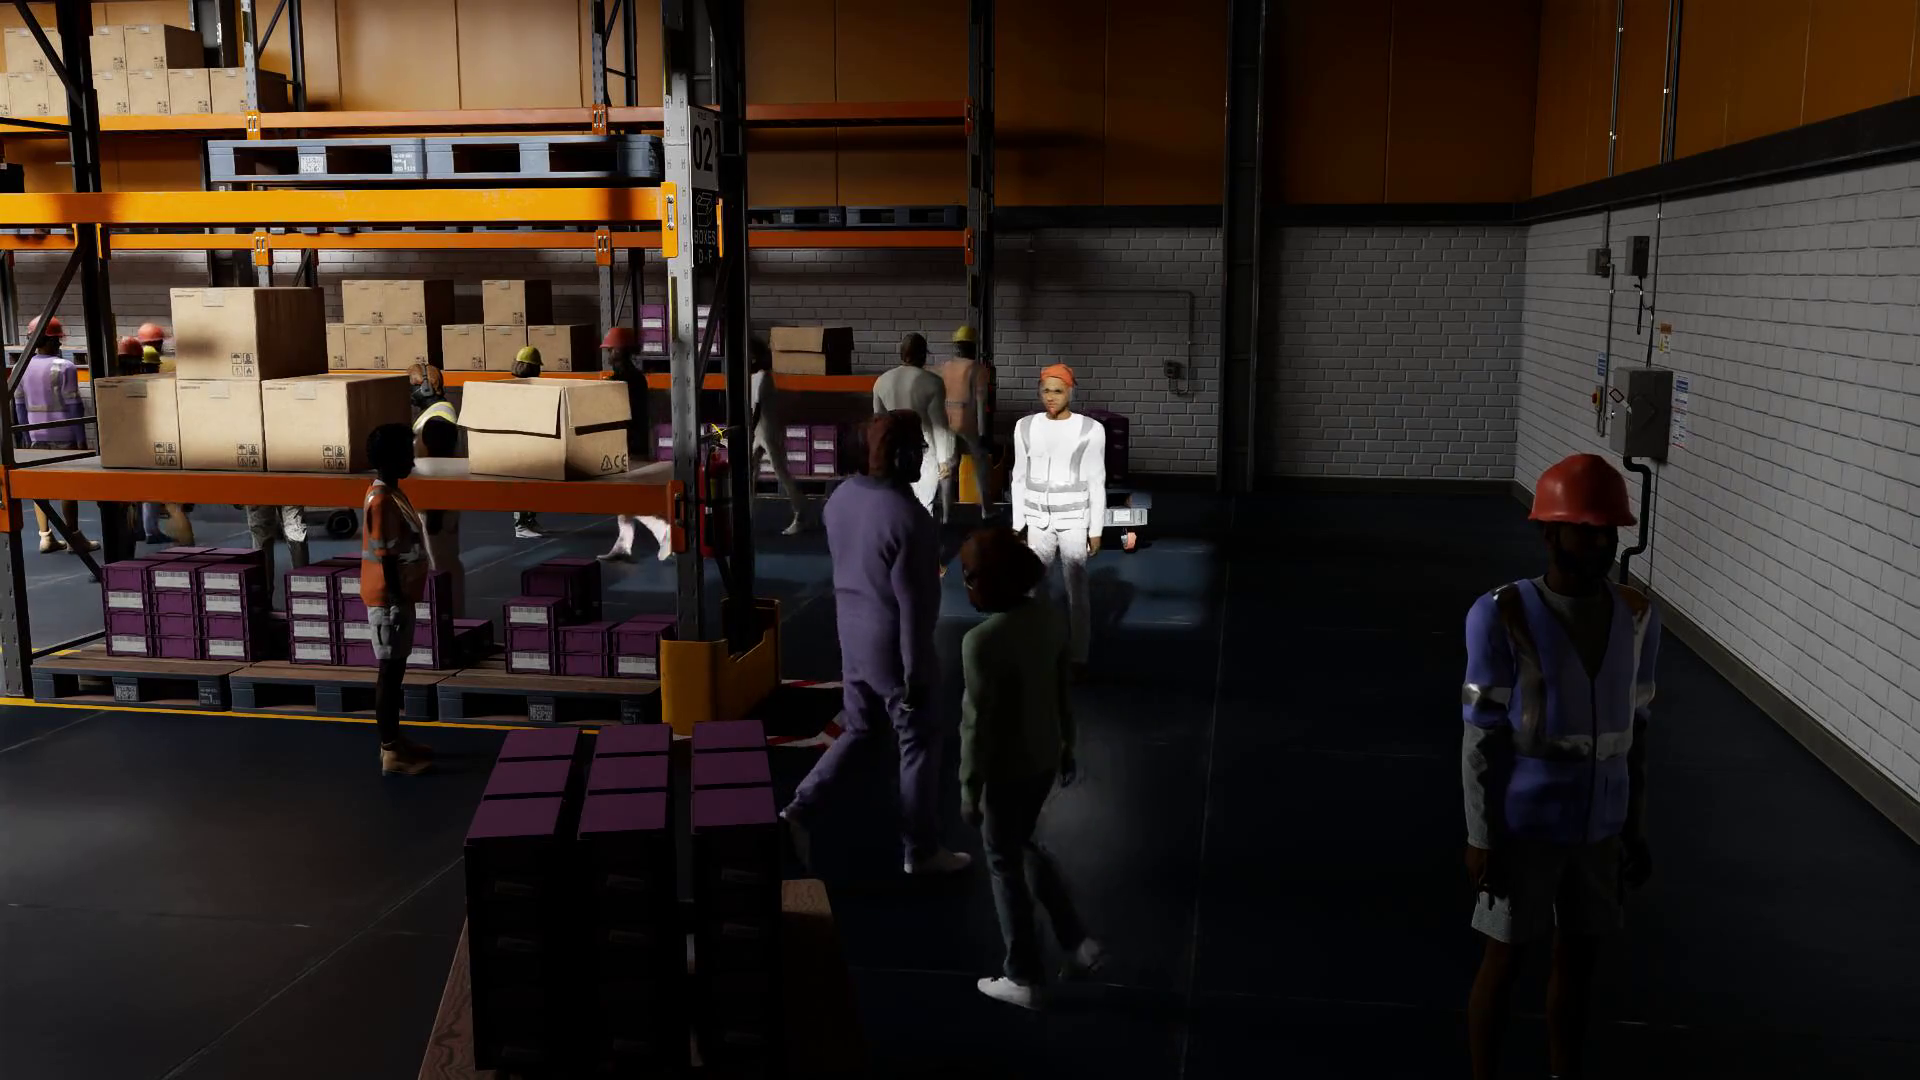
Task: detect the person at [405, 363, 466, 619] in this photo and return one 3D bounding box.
[{"bbox_3d":[-3.378,-0.219,10.689,0.429,1.837,0.621,-4,10,-22],"label":"person"}]

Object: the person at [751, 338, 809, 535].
[{"bbox_3d":[-1.823,-0.919,15.105,1.007,1.804,0.548,-4,10,-21],"label":"person"}]

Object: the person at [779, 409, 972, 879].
[{"bbox_3d":[-0.341,0.432,6.477,0.758,1.889,0.644,-7,12,-39],"label":"person"}]

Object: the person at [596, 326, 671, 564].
[{"bbox_3d":[-2.646,-0.754,13.567,0.704,1.979,0.615,2,9,10],"label":"person"}]

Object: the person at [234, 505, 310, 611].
[{"bbox_3d":[-4.907,-0.410,11.872,0.587,1.833,0.404,-7,12,-38],"label":"person"}]

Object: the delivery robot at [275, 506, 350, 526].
[{"bbox_3d":[-5.870,-0.334,15.063,0.707,0.478,0.477,-4,10,-22],"label":"delivery robot"}]

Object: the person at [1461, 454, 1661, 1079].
[{"bbox_3d":[1.596,0.737,4.420,0.545,1.942,0.354,-2,9,-12],"label":"person"}]

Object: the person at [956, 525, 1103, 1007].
[{"bbox_3d":[0.189,0.743,5.376,0.384,1.610,0.543,8,12,40],"label":"person"}]

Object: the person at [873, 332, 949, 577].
[{"bbox_3d":[-0.376,-0.655,13.063,0.635,1.937,0.352,4,10,25],"label":"person"}]

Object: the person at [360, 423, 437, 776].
[{"bbox_3d":[-2.719,0.281,8.010,0.318,1.696,0.533,-3,10,-18],"label":"person"}]

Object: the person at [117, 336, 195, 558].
[{"bbox_3d":[-6.366,-0.630,13.019,0.515,1.912,0.775,5,10,28],"label":"person"}]

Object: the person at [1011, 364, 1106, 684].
[{"bbox_3d":[0.577,-0.095,9.782,0.580,1.879,0.347,4,10,24],"label":"person"}]

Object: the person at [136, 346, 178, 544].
[{"bbox_3d":[-7.225,-0.847,14.829,0.521,1.757,0.352,6,11,34],"label":"person"}]

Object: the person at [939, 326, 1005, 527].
[{"bbox_3d":[0.094,-1.093,15.904,0.605,1.888,0.920,6,11,34],"label":"person"}]

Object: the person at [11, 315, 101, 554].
[{"bbox_3d":[-7.734,-0.894,14.213,0.607,2.048,0.365,2,9,9],"label":"person"}]

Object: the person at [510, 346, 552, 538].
[{"bbox_3d":[-3.916,-0.891,15.150,0.304,1.740,0.485,1,9,3],"label":"person"}]

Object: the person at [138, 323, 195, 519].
[{"bbox_3d":[-7.762,-1.149,16.188,0.466,1.918,0.563,7,12,37],"label":"person"}]
